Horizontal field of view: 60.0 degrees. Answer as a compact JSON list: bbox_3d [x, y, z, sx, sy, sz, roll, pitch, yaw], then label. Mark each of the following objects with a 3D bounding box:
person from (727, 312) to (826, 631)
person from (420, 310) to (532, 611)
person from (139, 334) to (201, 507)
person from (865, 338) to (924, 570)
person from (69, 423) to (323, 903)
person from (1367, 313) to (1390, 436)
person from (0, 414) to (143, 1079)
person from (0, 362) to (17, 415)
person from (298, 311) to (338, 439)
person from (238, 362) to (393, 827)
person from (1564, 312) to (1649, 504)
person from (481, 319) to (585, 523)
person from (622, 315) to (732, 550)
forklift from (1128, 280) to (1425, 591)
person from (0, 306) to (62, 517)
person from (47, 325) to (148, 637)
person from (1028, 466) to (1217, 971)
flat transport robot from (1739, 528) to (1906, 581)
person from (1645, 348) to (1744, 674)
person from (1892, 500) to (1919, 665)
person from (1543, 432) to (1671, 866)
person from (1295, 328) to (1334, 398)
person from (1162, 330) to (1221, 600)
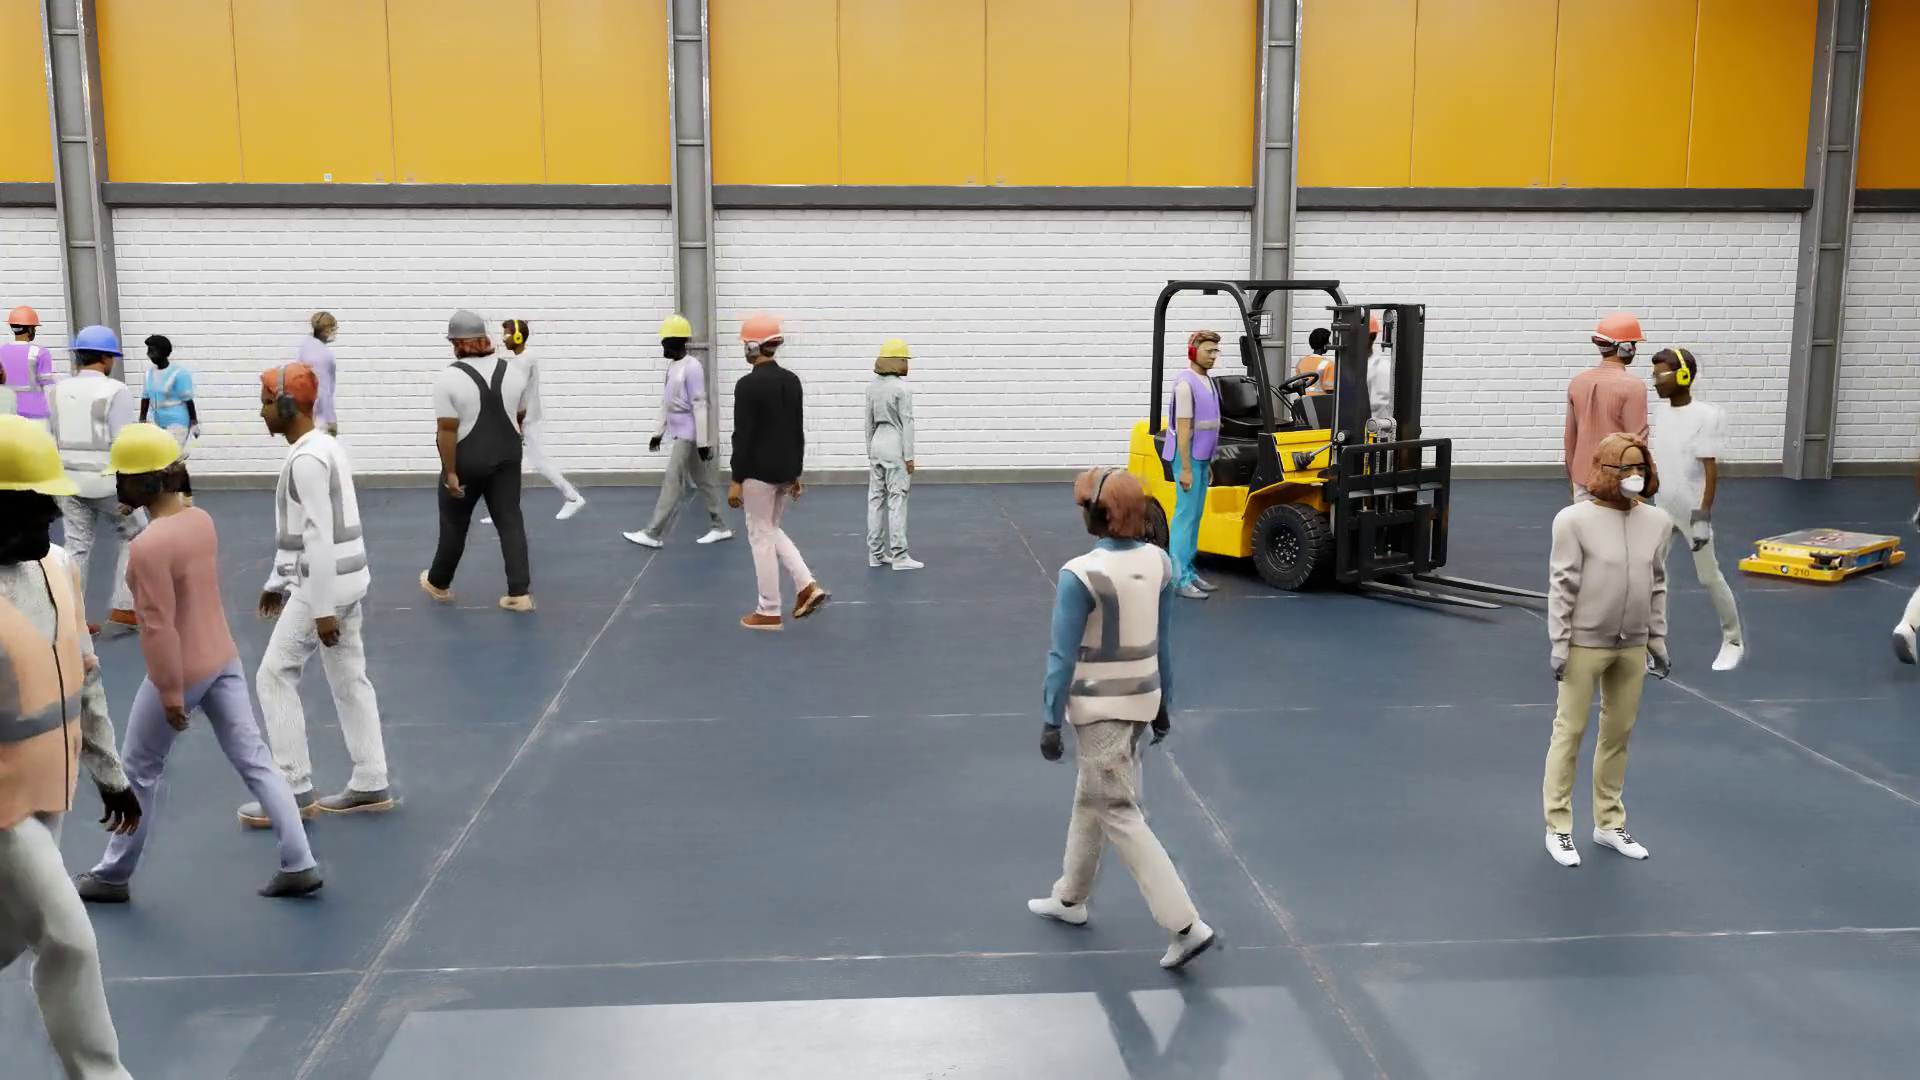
[{"bbox_3d":[-1.181,-0.414,10.319,0.474,1.982,0.611,5,10,27],"label":"person"},{"bbox_3d":[-3.228,-0.561,11.084,0.692,2.000,1.028,-8,12,-42],"label":"person"},{"bbox_3d":[-7.345,-1.064,15.409,0.544,1.670,0.571,5,10,28],"label":"person"},{"bbox_3d":[-0.510,-0.649,12.574,0.487,1.741,0.312,9,13,44],"label":"person"},{"bbox_3d":[-2.702,0.447,5.787,0.939,1.713,0.531,1,9,6],"label":"person"},{"bbox_3d":[3.144,-0.831,13.098,0.369,1.935,0.550,-5,10,-26],"label":"person"},{"bbox_3d":[-2.422,0.624,4.132,0.924,1.895,0.596,0,9,0],"label":"person"},{"bbox_3d":[-7.565,-0.648,12.950,0.658,1.613,0.507,3,9,17],"label":"person"},{"bbox_3d":[-5.875,-1.144,15.208,0.438,1.895,0.711,-6,11,-31],"label":"person"},{"bbox_3d":[-2.679,0.219,6.736,0.717,1.859,0.582,-1,9,-9],"label":"person"},{"bbox_3d":[3.899,-0.367,9.999,0.379,1.996,0.609,-4,10,-23],"label":"person"},{"bbox_3d":[-3.831,-1.061,14.896,0.858,1.839,0.517,-4,10,-24],"label":"person"},{"bbox_3d":[-2.296,-0.869,13.496,0.991,1.880,0.589,-4,10,-24],"label":"person"},{"bbox_3d":[2.301,-0.860,12.475,1.214,2.155,2.313,-6,11,-35],"label":"forklift"},{"bbox_3d":[-8.455,-1.153,15.121,0.550,1.935,0.376,0,9,3],"label":"person"},{"bbox_3d":[-5.245,-0.340,10.118,0.658,1.903,0.619,3,9,16],"label":"person"},{"bbox_3d":[0.525,0.565,5.383,0.811,1.608,0.523,9,12,43],"label":"person"},{"bbox_3d":[6.501,0.095,12.502,1.431,0.197,0.652,-8,12,-41],"label":"flat transport robot"},{"bbox_3d":[4.040,-0.148,9.227,0.968,1.820,0.577,-4,10,-21],"label":"person"},{"bbox_3d":[5.517,-0.160,9.171,0.604,1.842,0.548,-4,10,-23],"label":"person"},{"bbox_3d":[2.443,0.407,6.271,0.499,1.634,0.279,-2,9,-14],"label":"person"},{"bbox_3d":[3.589,-1.297,16.813,0.321,1.690,0.529,-5,11,-31],"label":"person"},{"bbox_3d":[1.603,-0.526,11.485,0.391,1.841,0.564,4,10,23],"label":"person"}]
